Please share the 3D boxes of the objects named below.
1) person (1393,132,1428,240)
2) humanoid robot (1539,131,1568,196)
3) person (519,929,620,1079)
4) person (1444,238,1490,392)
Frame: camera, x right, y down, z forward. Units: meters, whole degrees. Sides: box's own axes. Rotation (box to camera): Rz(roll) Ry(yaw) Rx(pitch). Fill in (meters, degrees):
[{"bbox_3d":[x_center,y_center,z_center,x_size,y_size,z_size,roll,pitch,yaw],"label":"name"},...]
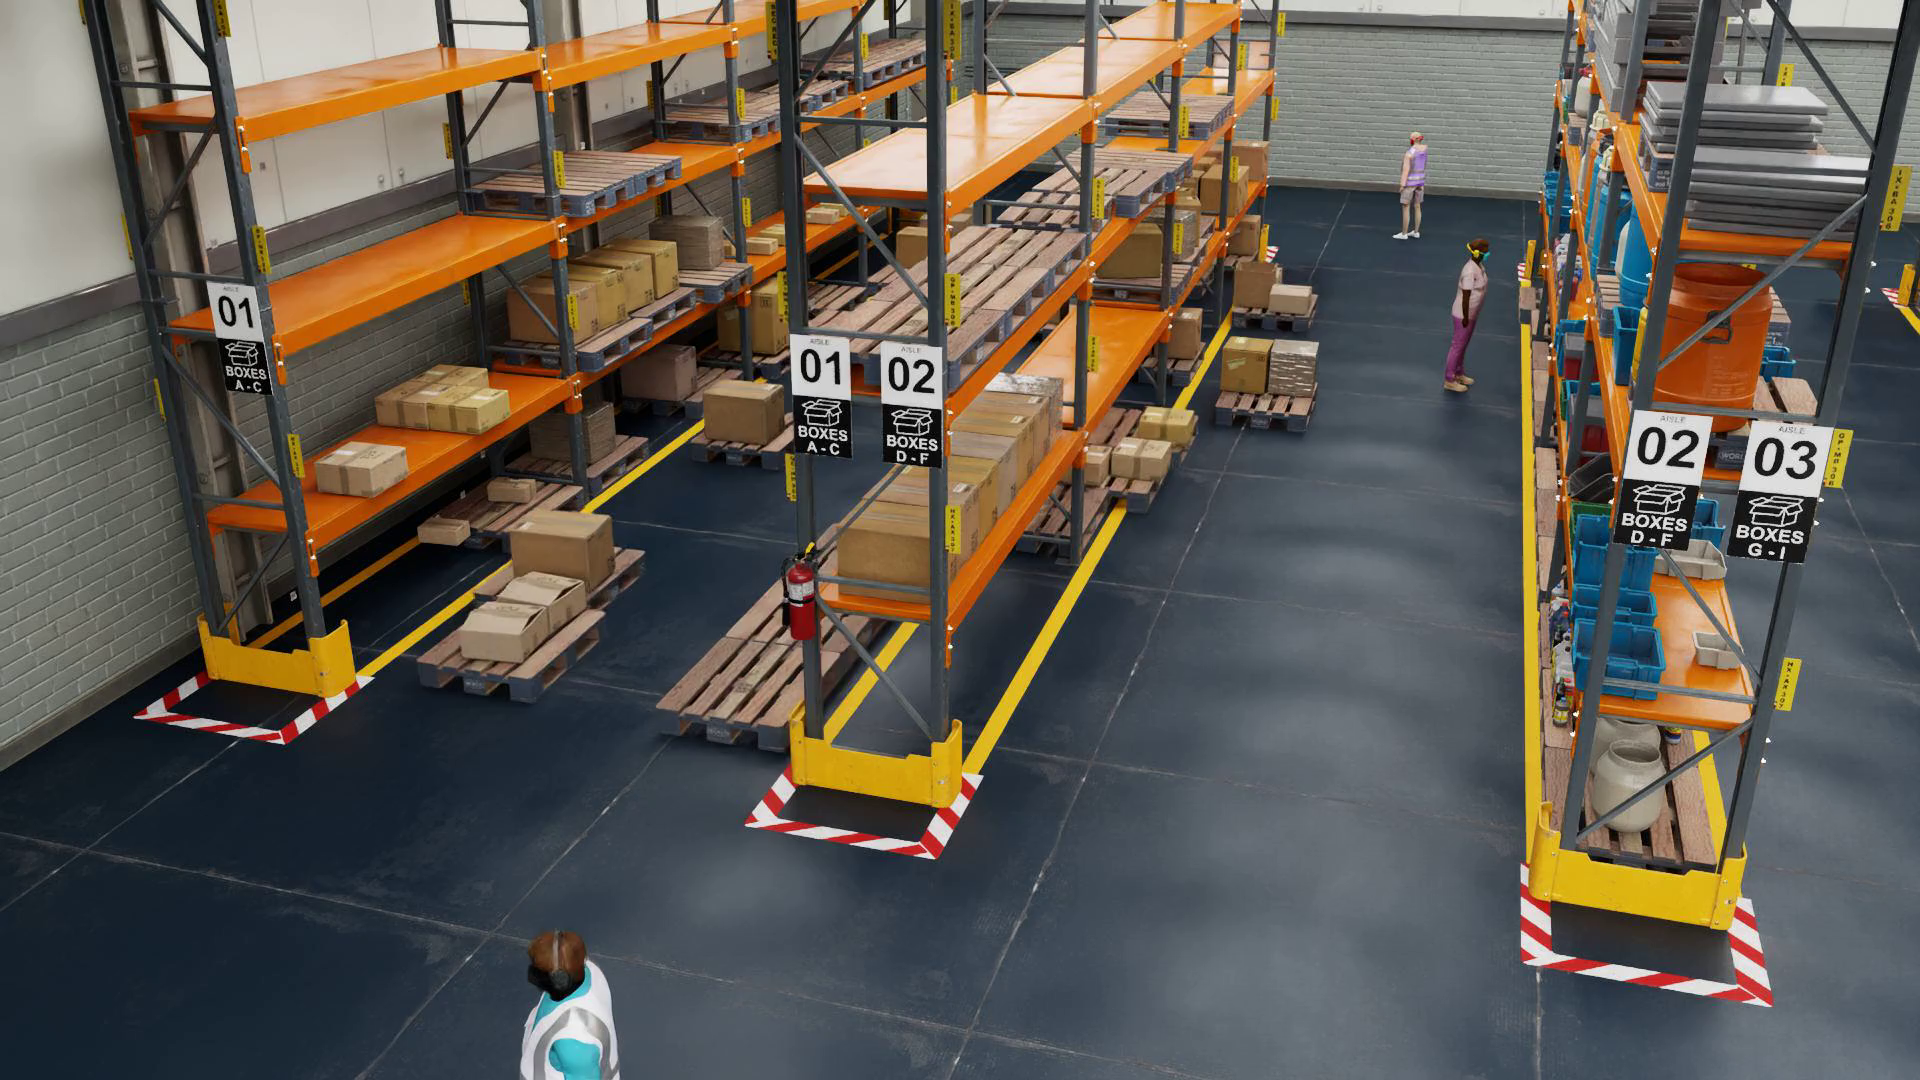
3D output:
[{"bbox_3d":[7.184,-5.620,26.415,0.490,1.688,0.348,-14,27,-30],"label":"person"},{"bbox_3d":[9.626,-5.726,26.664,0.600,1.642,0.482,-18,29,-35],"label":"humanoid robot"},{"bbox_3d":[-1.712,2.506,7.376,0.429,1.843,0.625,-5,24,-12],"label":"person"},{"bbox_3d":[5.908,-2.628,19.346,0.341,1.791,0.504,12,26,26],"label":"person"}]
